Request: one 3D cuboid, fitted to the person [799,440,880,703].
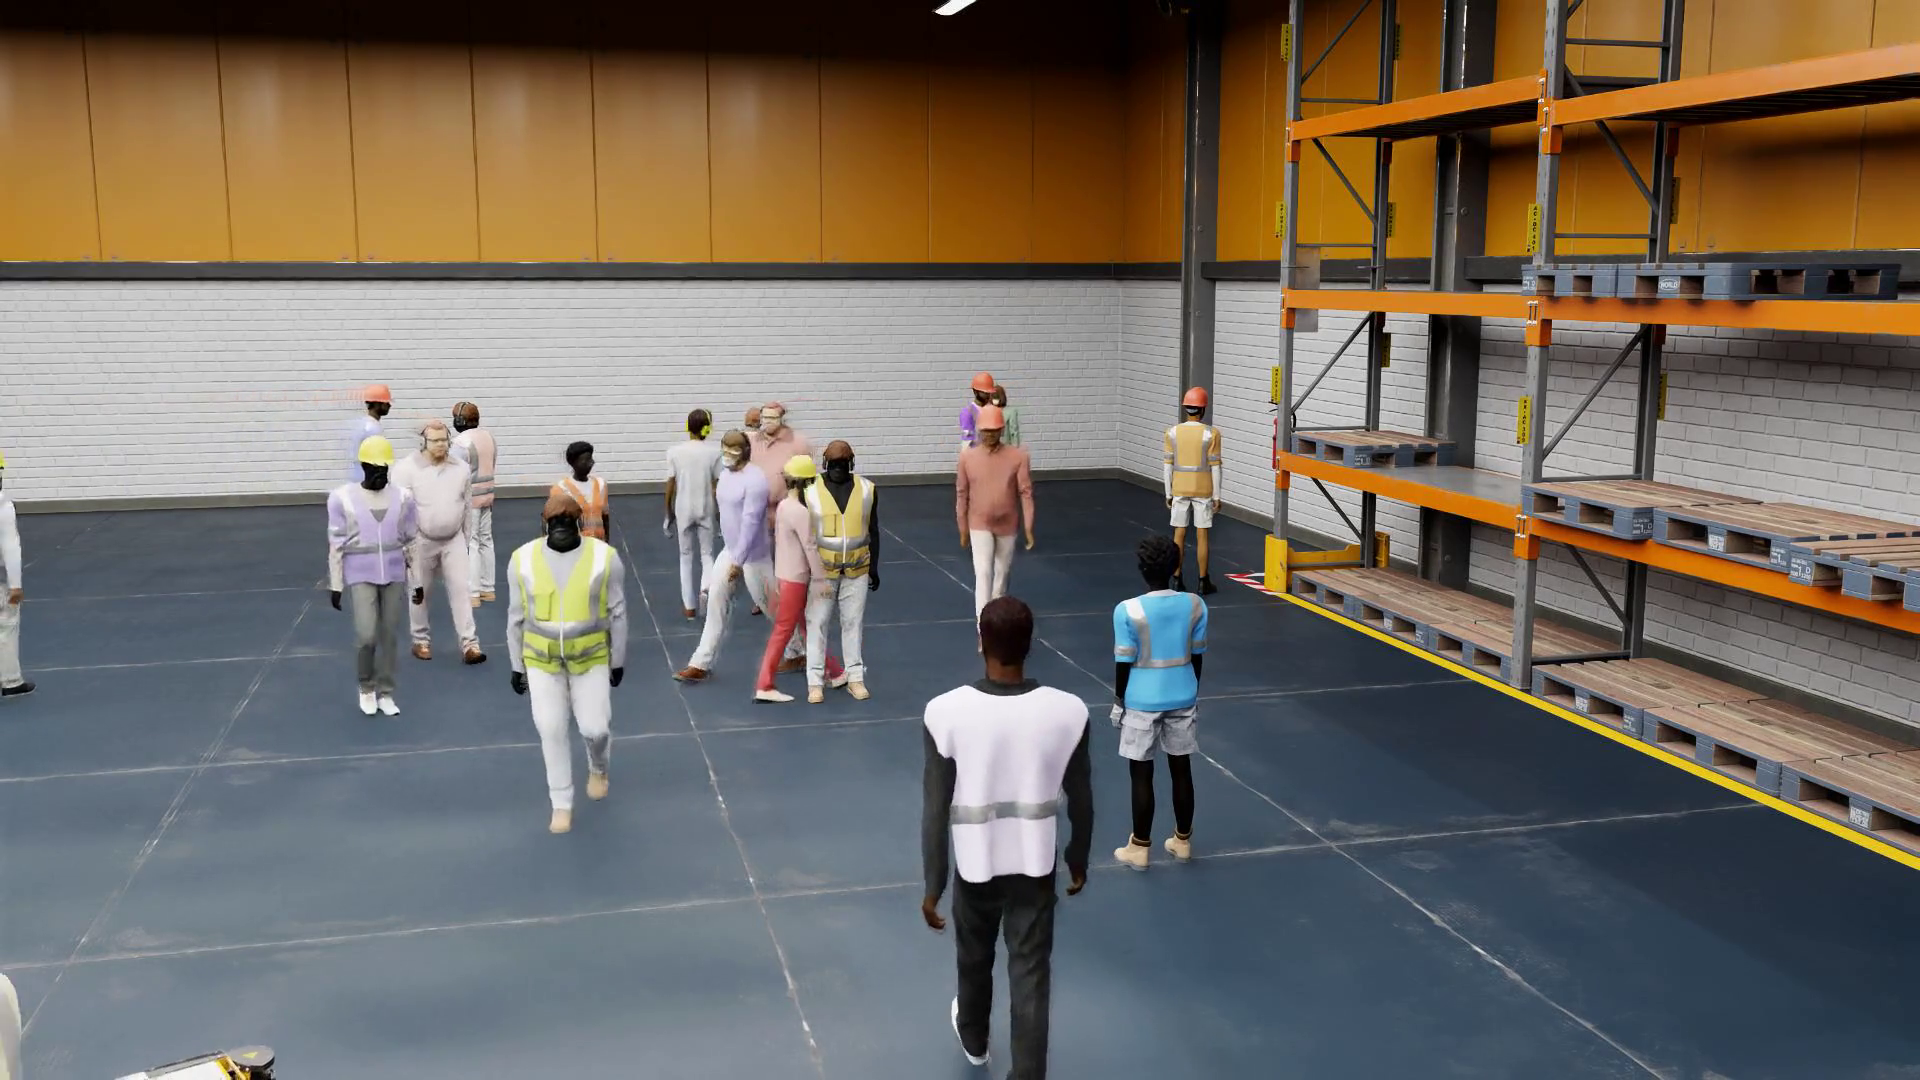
[{"bbox_3d":[-0.851,0.215,11.622,0.621,1.837,0.429,-3,10,-17],"label":"person"}]

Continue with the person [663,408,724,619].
[{"bbox_3d":[-2.264,-0.201,14.199,0.553,1.843,0.624,-2,9,-11],"label":"person"}]

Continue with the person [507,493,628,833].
[{"bbox_3d":[-2.119,0.642,9.006,0.632,1.828,0.529,-1,9,-7],"label":"person"}]

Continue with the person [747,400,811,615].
[{"bbox_3d":[-1.607,-0.266,14.450,0.645,1.890,0.512,3,9,16],"label":"person"}]

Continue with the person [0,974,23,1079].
[{"bbox_3d":[-2.123,1.539,3.464,0.894,1.795,0.623,4,10,21],"label":"person"}]

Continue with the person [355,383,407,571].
[{"bbox_3d":[-5.628,-0.580,16.340,0.771,1.907,0.585,-5,11,-30],"label":"person"}]

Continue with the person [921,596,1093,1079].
[{"bbox_3d":[0.164,1.116,5.894,0.622,1.862,0.998,-1,9,-6],"label":"person"}]

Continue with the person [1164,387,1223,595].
[{"bbox_3d":[2.174,-0.454,15.472,0.552,1.937,0.356,4,10,23],"label":"person"}]

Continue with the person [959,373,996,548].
[{"bbox_3d":[0.235,-0.853,18.034,0.389,1.921,0.558,7,11,36],"label":"person"}]

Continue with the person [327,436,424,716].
[{"bbox_3d":[-3.898,0.250,11.151,0.609,1.908,0.459,-7,11,-37],"label":"person"}]

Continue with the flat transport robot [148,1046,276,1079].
[{"bbox_3d":[-2.865,2.003,5.328,1.431,0.197,0.652,-7,12,-38],"label":"flat transport robot"}]

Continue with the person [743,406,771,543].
[{"bbox_3d":[-2.118,-0.573,17.172,0.542,1.616,0.540,-1,9,-8],"label":"person"}]

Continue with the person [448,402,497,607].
[{"bbox_3d":[-4.409,-0.322,14.952,0.429,1.842,0.635,2,9,15],"label":"person"}]

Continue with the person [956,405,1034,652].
[{"bbox_3d":[0.275,-0.129,13.428,0.614,1.948,1.018,0,9,-3],"label":"person"}]

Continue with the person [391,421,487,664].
[{"bbox_3d":[-3.960,0.037,12.655,0.661,1.863,0.981,-7,11,-36],"label":"person"}]

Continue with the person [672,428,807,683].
[{"bbox_3d":[-1.577,0.116,12.148,1.053,1.888,0.619,-7,12,-38],"label":"person"}]

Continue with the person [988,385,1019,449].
[{"bbox_3d":[0.453,-1.124,20.701,0.506,1.607,0.633,4,10,21],"label":"person"}]

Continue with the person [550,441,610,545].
[{"bbox_3d":[-3.034,0.038,13.211,0.567,1.683,0.540,8,12,41],"label":"person"}]

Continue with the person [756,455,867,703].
[{"bbox_3d":[-1.059,0.271,11.622,0.860,1.726,0.537,-3,10,-18],"label":"person"}]

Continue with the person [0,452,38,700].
[{"bbox_3d":[-6.758,0.240,11.510,0.608,1.819,0.562,3,10,17],"label":"person"}]

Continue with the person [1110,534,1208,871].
[{"bbox_3d":[0.991,0.809,8.338,0.535,1.699,0.318,-4,10,-24],"label":"person"}]
